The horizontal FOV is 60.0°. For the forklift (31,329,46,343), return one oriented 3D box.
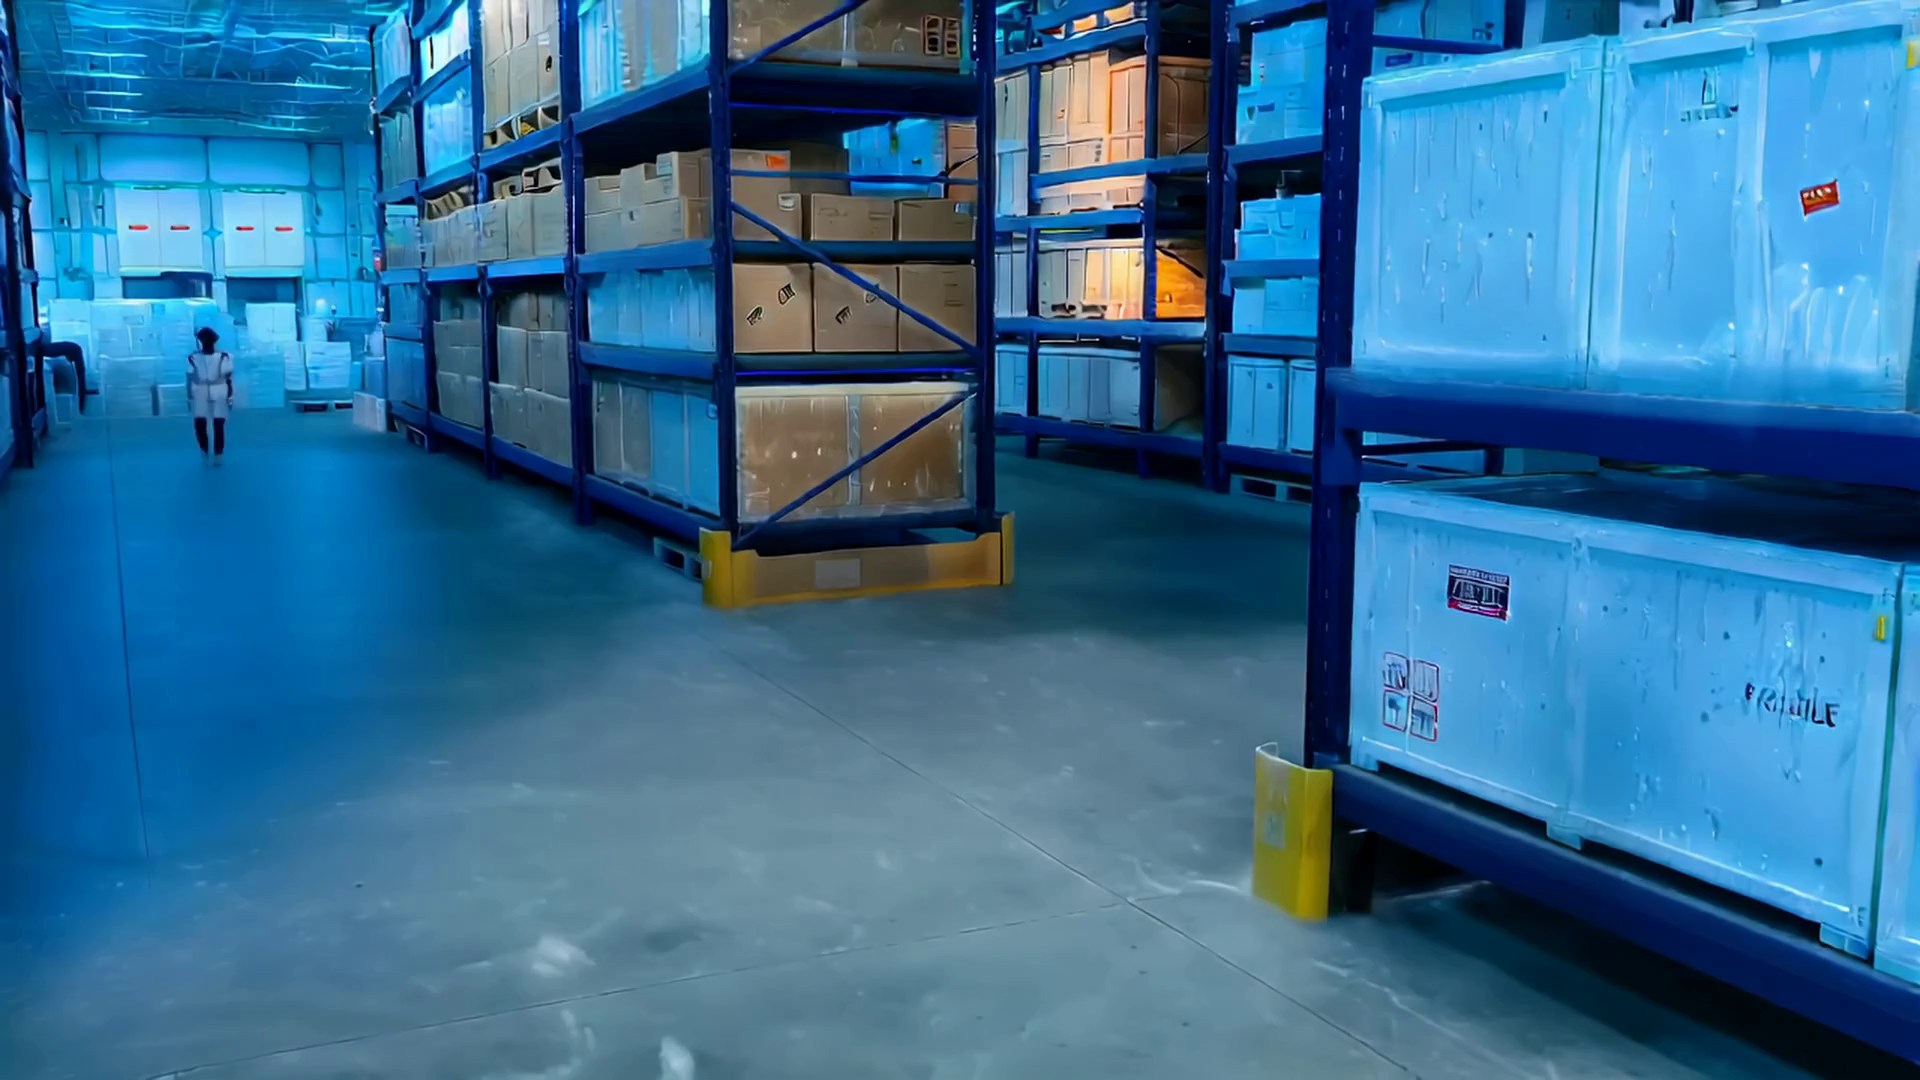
[{"bbox_3d":[-28.971,-6.828,51.173,1.129,2.768,1.873,-7,11,-41],"label":"forklift"}]

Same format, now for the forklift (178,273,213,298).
[{"bbox_3d":[-23.551,-6.867,51.438,1.873,2.768,1.129,6,10,37],"label":"forklift"}]

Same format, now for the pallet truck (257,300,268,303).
[{"bbox_3d":[-23.913,-7.404,58.171,1.885,1.965,0.823,-1,8,-9],"label":"pallet truck"}]

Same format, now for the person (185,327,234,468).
[{"bbox_3d":[-8.946,-1.697,19.852,0.551,1.685,0.366,-3,9,-18],"label":"person"}]
